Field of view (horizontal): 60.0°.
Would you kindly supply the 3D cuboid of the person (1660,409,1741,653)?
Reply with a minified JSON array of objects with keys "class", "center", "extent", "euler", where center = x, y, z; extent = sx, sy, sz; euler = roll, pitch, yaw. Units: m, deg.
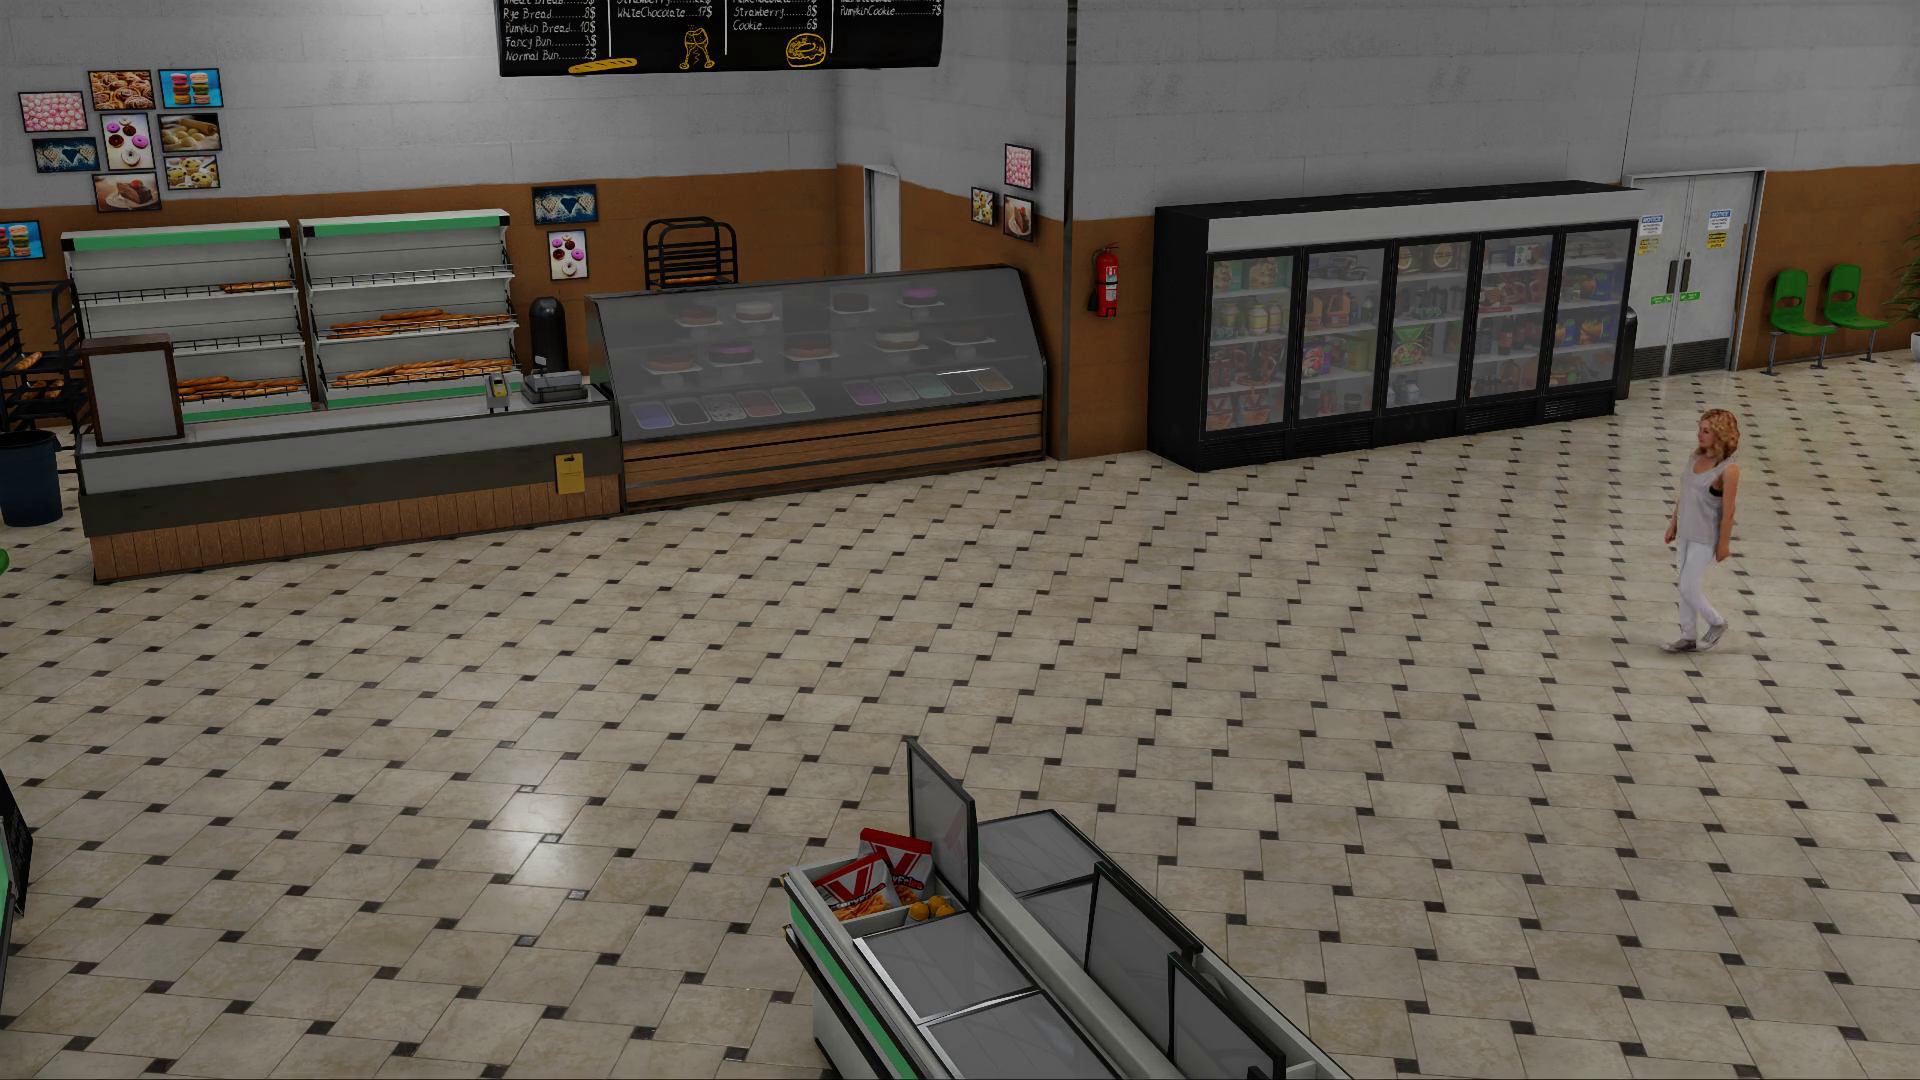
[{"class":"person","center":[4.928,-0.044,10.907],"extent":[0.750,1.660,0.678],"euler":[-3,19,-8]}]
